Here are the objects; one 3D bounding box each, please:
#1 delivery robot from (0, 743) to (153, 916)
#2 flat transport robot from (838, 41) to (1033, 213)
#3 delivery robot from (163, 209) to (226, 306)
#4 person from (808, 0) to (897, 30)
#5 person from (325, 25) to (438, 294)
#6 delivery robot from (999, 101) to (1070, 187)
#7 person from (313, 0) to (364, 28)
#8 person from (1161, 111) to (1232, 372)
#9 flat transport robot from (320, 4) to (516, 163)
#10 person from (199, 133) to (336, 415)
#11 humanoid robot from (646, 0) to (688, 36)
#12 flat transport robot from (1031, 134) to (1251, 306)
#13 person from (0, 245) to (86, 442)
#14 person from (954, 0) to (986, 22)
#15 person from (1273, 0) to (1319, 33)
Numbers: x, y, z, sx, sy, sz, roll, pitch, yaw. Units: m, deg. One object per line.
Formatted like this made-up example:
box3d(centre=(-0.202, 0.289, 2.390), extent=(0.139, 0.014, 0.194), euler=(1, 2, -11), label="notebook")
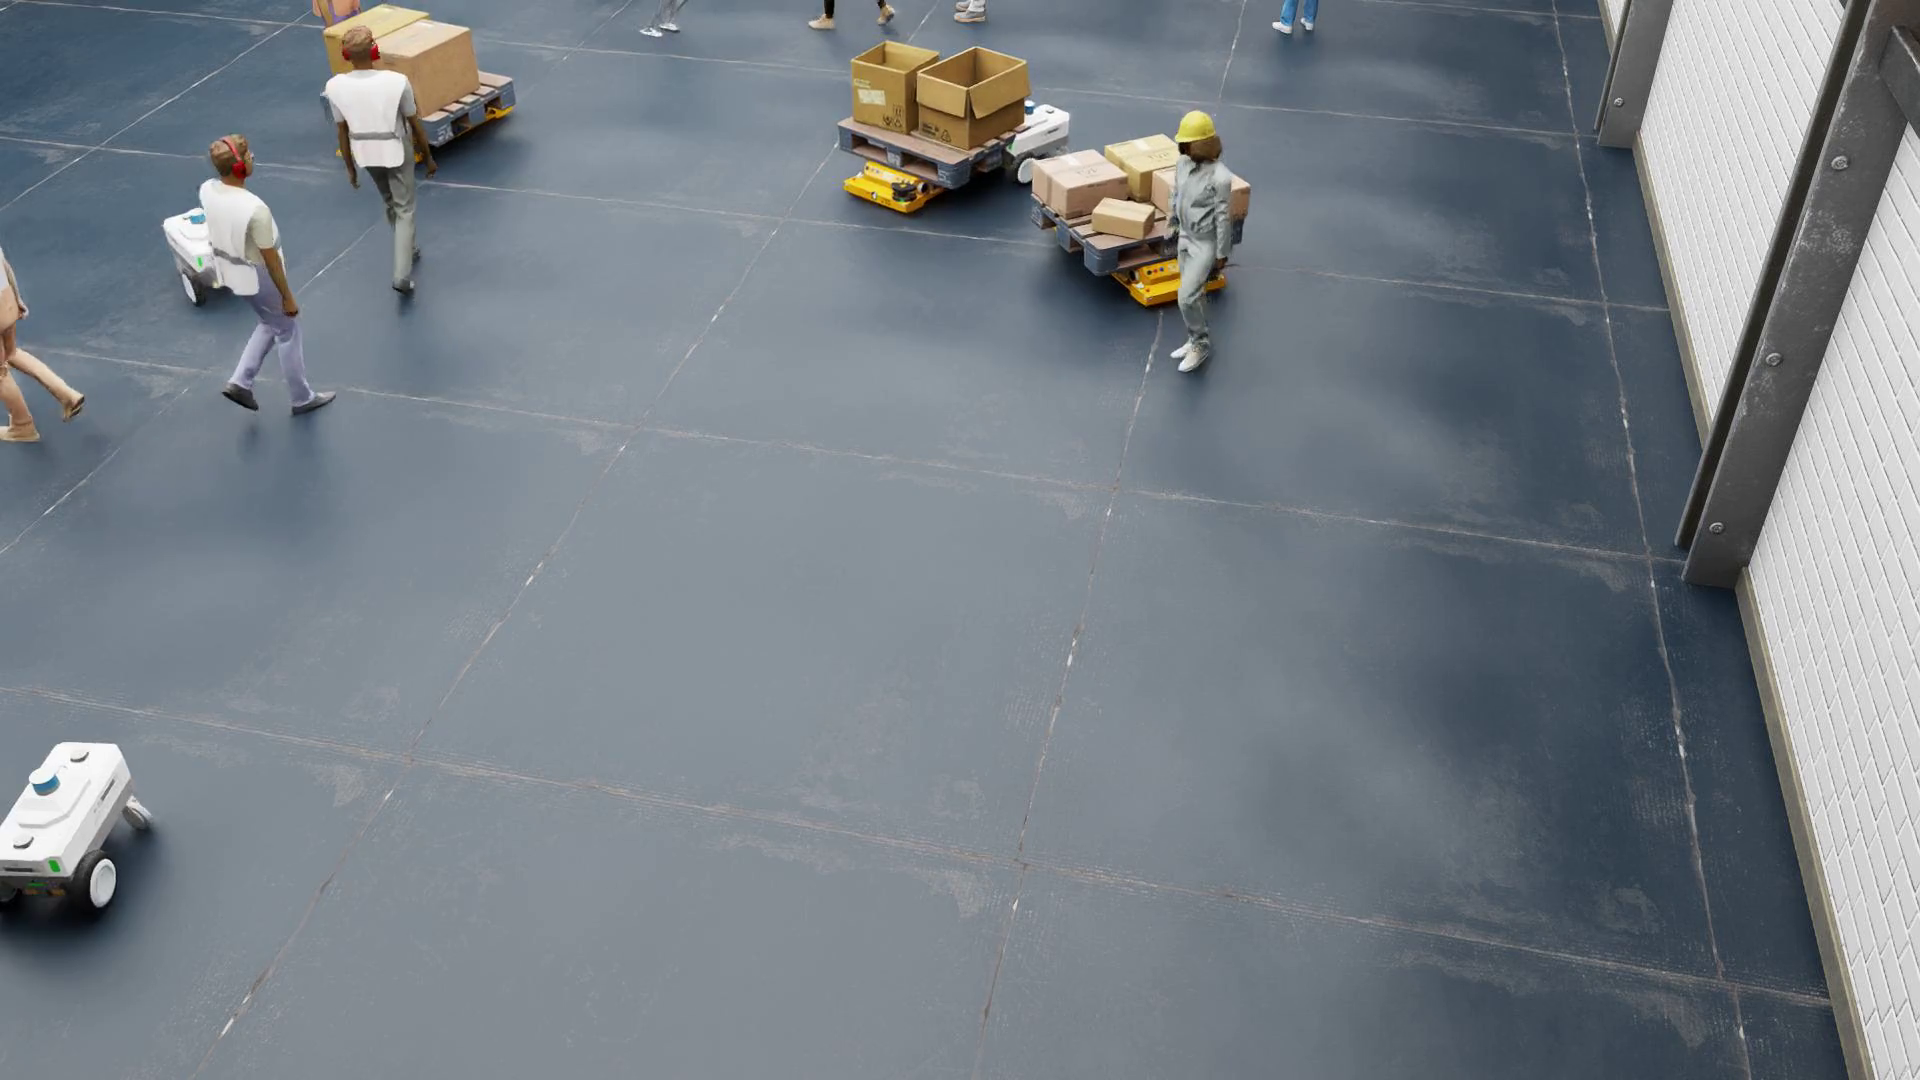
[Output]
box3d(centre=(-3.935, 1.274, 7.289), extent=(0.511, 0.611, 0.782), euler=(1, 37, 2), label="delivery robot")
box3d(centre=(-0.200, -2.998, 13.231), extent=(0.659, 0.231, 1.431), euler=(27, 44, 31), label="flat transport robot")
box3d(centre=(-5.284, -2.018, 11.697), extent=(0.499, 0.614, 0.812), euler=(-27, 44, -31), label="delivery robot")
box3d(centre=(-1.016, -5.564, 15.499), extent=(0.794, 1.659, 0.541), euler=(10, 38, 13), label="person")
box3d(centre=(-3.948, -2.590, 11.433), extent=(0.598, 1.825, 0.929), euler=(1, 37, 2), label="person")
box3d(centre=(0.513, -3.176, 13.246), extent=(0.804, 0.614, 0.499), euler=(-29, 46, -33), label="delivery robot")
box3d(centre=(-5.090, -4.323, 13.683), extent=(0.390, 1.850, 0.565), euler=(5, 37, 7), label="person")
box3d(centre=(1.469, -1.886, 10.522), extent=(0.462, 1.724, 0.494), euler=(-17, 40, -22), label="person")
box3d(centre=(-4.456, -3.467, 13.858), extent=(0.659, 0.231, 1.431), euler=(17, 40, 21), label="flat transport robot")
box3d(centre=(-4.228, -1.524, 9.951), extent=(0.559, 1.835, 0.536), euler=(25, 44, 30), label="person")
box3d(centre=(-2.731, -5.521, 15.383), extent=(0.653, 1.800, 0.533), euler=(26, 44, 30), label="humanoid robot")
box3d(centre=(1.264, -2.143, 12.087), extent=(0.659, 0.231, 1.431), euler=(-16, 40, -21), label="flat transport robot")
box3d(centre=(-5.674, -1.328, 9.773), extent=(0.485, 1.732, 0.486), euler=(4, 37, 5), label="person")
box3d(centre=(0.116, -5.877, 15.739), extent=(0.342, 1.878, 0.585), euler=(3, 37, 5), label="person")
box3d(centre=(3.215, -5.607, 15.503), extent=(0.497, 1.727, 0.366), euler=(-13, 39, -16), label="person")
